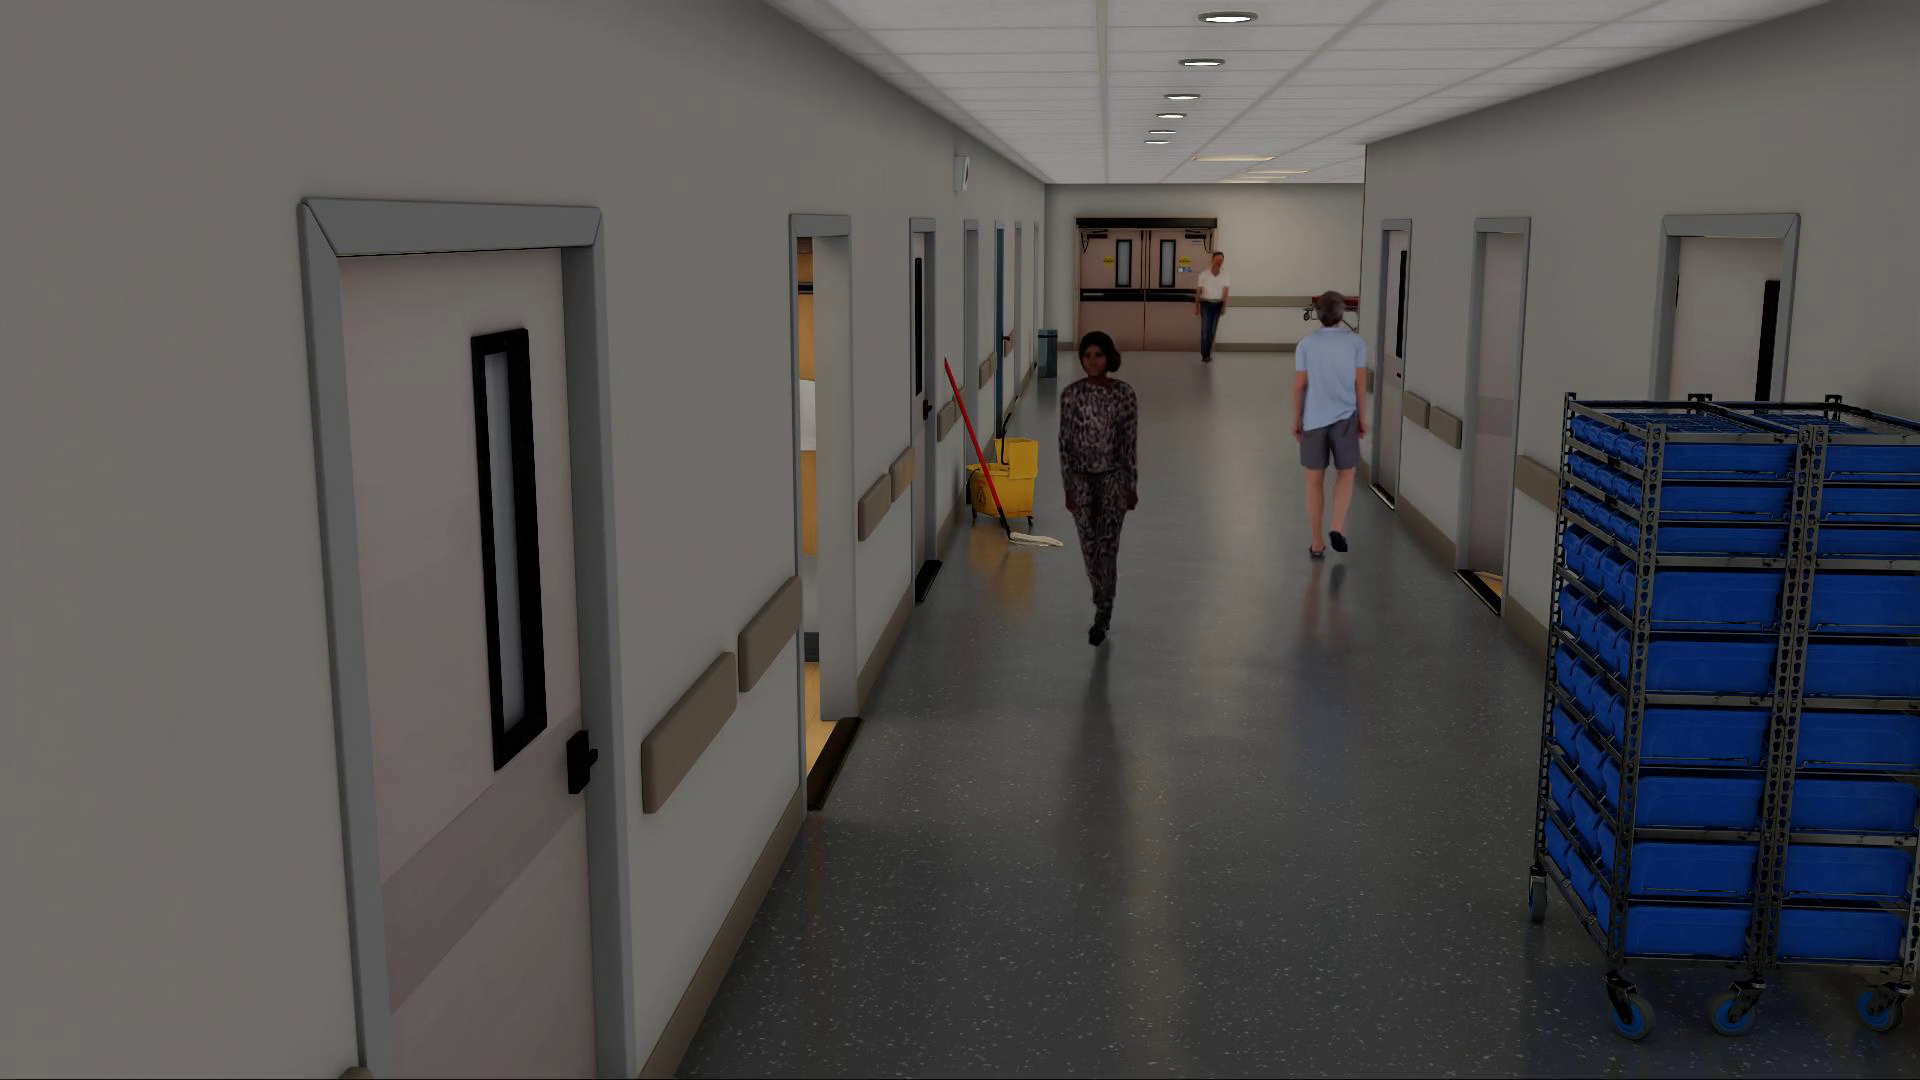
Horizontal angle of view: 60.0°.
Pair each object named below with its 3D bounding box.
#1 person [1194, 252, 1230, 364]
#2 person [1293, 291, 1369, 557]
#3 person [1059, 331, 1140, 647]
[{"bbox_3d":[4.105,-3.810,27.393,0.718,1.804,1.028,2,11,11],"label":"person"},{"bbox_3d":[2.518,-0.776,11.347,0.711,1.825,0.754,3,11,13],"label":"person"},{"bbox_3d":[0.761,-0.271,9.110,0.712,1.666,1.193,2,11,12],"label":"person"}]
